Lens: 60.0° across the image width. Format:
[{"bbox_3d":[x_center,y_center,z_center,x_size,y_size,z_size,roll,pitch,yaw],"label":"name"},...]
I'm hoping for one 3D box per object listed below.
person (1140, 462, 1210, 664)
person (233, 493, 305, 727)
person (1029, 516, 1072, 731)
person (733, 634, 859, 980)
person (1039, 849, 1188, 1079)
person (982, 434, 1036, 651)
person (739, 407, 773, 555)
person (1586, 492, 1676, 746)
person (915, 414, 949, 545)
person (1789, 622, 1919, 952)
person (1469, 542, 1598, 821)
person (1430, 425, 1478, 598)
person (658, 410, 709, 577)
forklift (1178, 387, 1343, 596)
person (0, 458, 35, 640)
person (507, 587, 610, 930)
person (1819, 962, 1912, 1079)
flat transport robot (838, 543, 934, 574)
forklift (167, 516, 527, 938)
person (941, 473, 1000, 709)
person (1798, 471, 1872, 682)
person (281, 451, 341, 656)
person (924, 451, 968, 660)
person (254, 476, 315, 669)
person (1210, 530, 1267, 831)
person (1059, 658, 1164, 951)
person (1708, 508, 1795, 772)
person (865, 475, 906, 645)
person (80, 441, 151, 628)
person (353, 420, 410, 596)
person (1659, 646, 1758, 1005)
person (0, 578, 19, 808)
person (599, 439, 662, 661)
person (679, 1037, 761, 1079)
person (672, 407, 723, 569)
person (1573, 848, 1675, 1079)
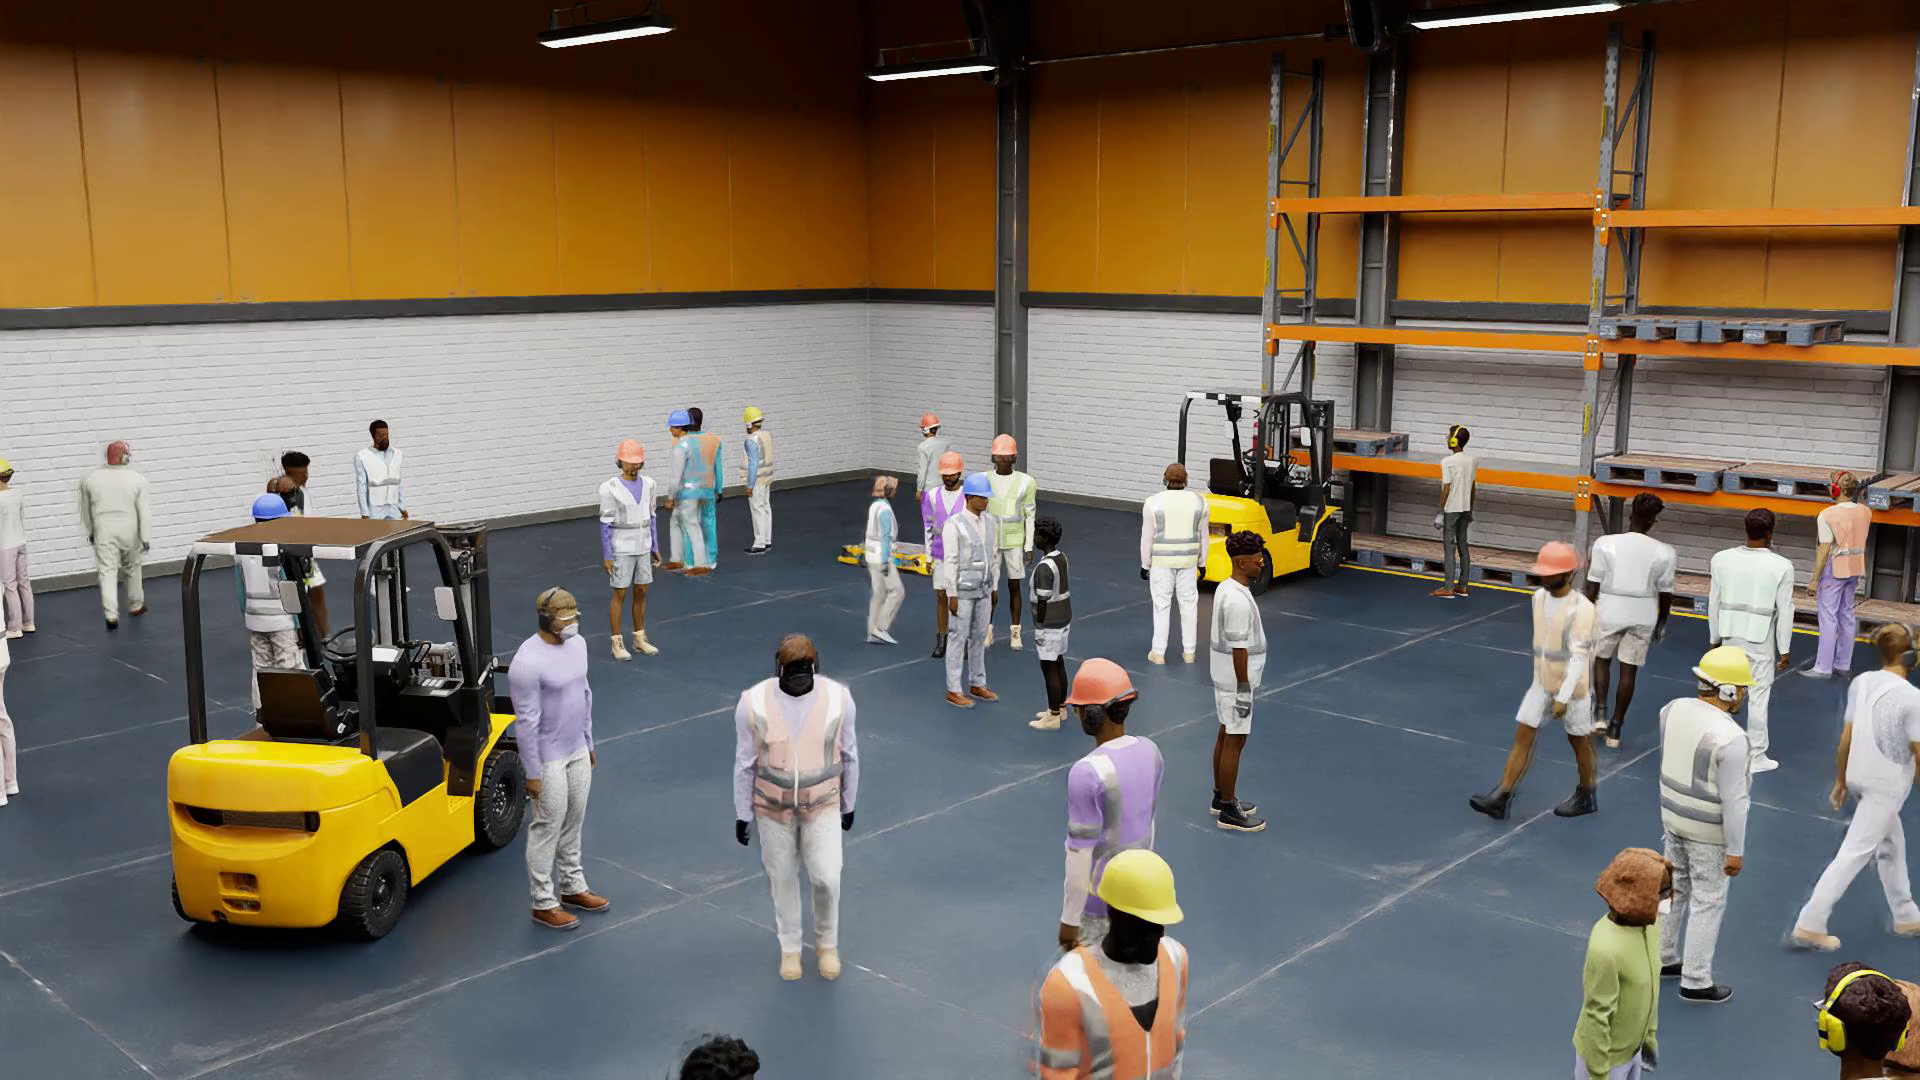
[{"bbox_3d":[1.940,0.211,15.107,0.636,1.842,0.429,-1,10,-7],"label":"person"},{"bbox_3d":[-5.139,0.618,12.489,0.601,1.948,0.386,4,11,23],"label":"person"},{"bbox_3d":[0.705,0.648,13.062,0.321,1.690,0.529,4,11,20],"label":"person"},{"bbox_3d":[-0.839,1.375,8.517,0.641,1.824,0.487,-1,10,-4],"label":"person"},{"bbox_3d":[0.461,1.885,5.427,0.596,1.904,0.677,-7,12,-34],"label":"person"},{"bbox_3d":[0.404,0.023,15.597,0.608,2.048,0.365,1,10,7],"label":"person"},{"bbox_3d":[-2.513,-0.731,20.509,0.404,1.829,0.591,2,10,13],"label":"person"},{"bbox_3d":[5.057,0.599,12.626,0.644,1.936,0.431,4,11,19],"label":"person"},{"bbox_3d":[-0.365,-0.675,20.403,0.329,1.751,0.568,7,12,34],"label":"person"},{"bbox_3d":[4.914,1.324,8.905,0.973,1.802,0.506,-1,10,-4],"label":"person"},{"bbox_3d":[3.828,0.943,10.833,0.991,1.876,0.547,-5,11,-27],"label":"person"},{"bbox_3d":[5.345,-0.307,17.975,0.530,1.872,0.323,-6,12,-30],"label":"person"},{"bbox_3d":[-3.238,-0.523,19.019,0.786,1.923,0.622,1,10,6],"label":"person"},{"bbox_3d":[3.298,-0.608,18.767,1.214,2.155,2.313,9,13,42],"label":"forklift"},{"bbox_3d":[-9.219,0.079,16.075,0.314,1.768,0.526,0,10,0],"label":"person"},{"bbox_3d":[-2.238,1.200,9.247,0.383,1.929,0.635,4,11,19],"label":"person"},{"bbox_3d":[2.394,2.061,4.536,0.510,1.861,0.324,-2,10,-11],"label":"person"},{"bbox_3d":[-0.693,0.188,19.707,1.431,0.197,0.652,7,12,35],"label":"flat transport robot"},{"bbox_3d":[-3.583,0.976,9.748,1.214,2.155,2.313,2,10,11],"label":"forklift"},{"bbox_3d":[0.104,0.410,13.718,0.408,1.942,0.609,9,14,43],"label":"person"},{"bbox_3d":[7.649,0.317,14.490,0.566,1.846,0.389,-5,11,-24],"label":"person"},{"bbox_3d":[-6.016,0.156,15.189,0.952,1.917,0.625,4,11,23],"label":"person"},{"bbox_3d":[-0.073,0.141,15.264,0.544,1.930,0.389,3,10,17],"label":"person"},{"bbox_3d":[-5.732,0.370,14.206,0.429,1.844,0.627,0,10,1],"label":"person"},{"bbox_3d":[1.812,0.898,10.839,0.361,1.965,0.613,0,10,1],"label":"person"},{"bbox_3d":[0.615,1.510,7.185,0.411,2.033,0.613,8,12,37],"label":"person"},{"bbox_3d":[5.689,0.719,12.001,0.392,1.919,0.590,-9,13,-41],"label":"person"},{"bbox_3d":[-0.724,0.195,15.800,0.405,1.617,0.534,-3,10,-15],"label":"person"},{"bbox_3d":[-8.445,-0.071,16.688,0.643,1.856,0.991,-3,11,-19],"label":"person"},{"bbox_3d":[-6.295,-0.354,18.118,0.393,1.917,0.589,6,12,32],"label":"person"},{"bbox_3d":[3.721,1.416,8.320,0.403,1.818,0.604,-2,10,-11],"label":"person"},{"bbox_3d":[-6.613,0.858,11.185,0.370,1.927,0.588,-2,10,-10],"label":"person"},{"bbox_3d":[-2.999,0.085,15.261,0.387,2.039,0.614,9,14,42],"label":"person"},{"bbox_3d":[-0.711,2.143,4.620,0.870,1.657,0.529,9,14,43],"label":"person"},{"bbox_3d":[-3.080,-0.601,19.546,0.587,1.911,0.398,-2,10,-13],"label":"person"},{"bbox_3d":[2.418,1.899,6.126,0.306,1.623,0.500,9,13,40],"label":"person"}]
